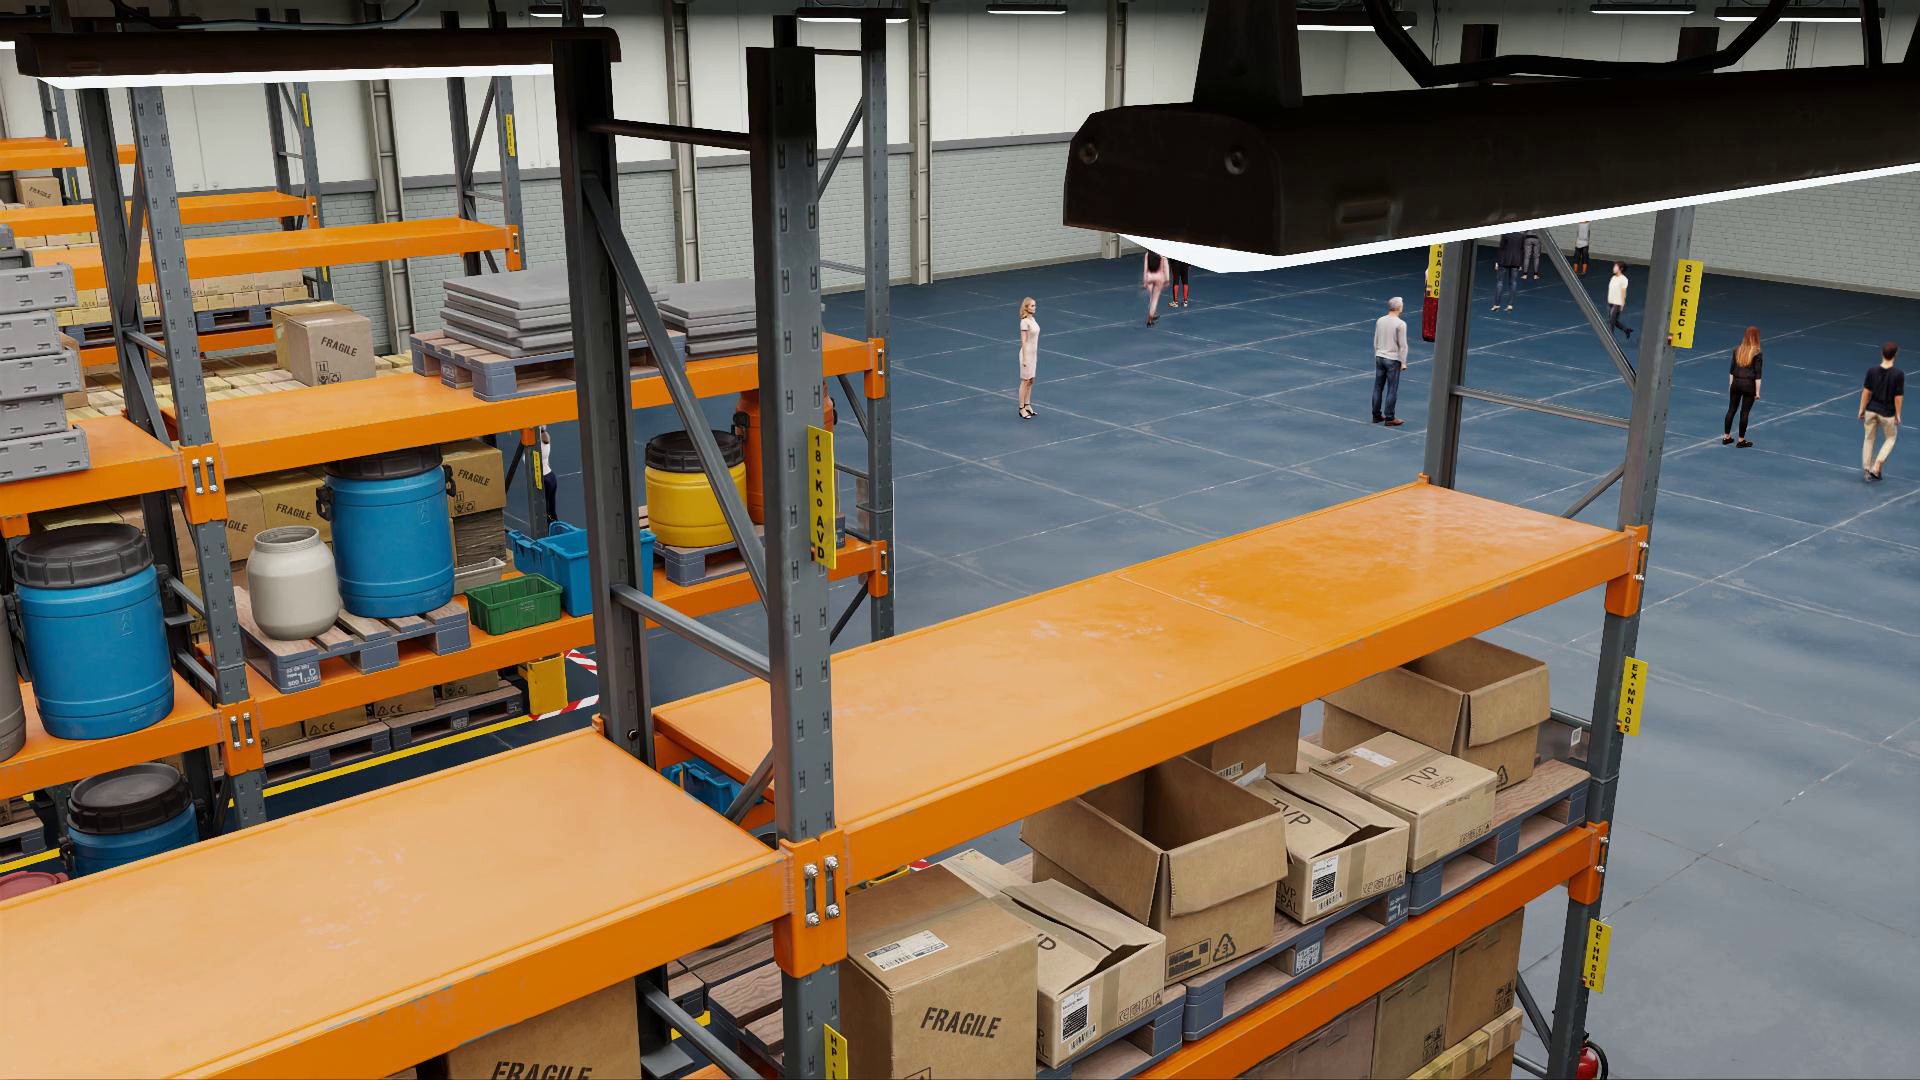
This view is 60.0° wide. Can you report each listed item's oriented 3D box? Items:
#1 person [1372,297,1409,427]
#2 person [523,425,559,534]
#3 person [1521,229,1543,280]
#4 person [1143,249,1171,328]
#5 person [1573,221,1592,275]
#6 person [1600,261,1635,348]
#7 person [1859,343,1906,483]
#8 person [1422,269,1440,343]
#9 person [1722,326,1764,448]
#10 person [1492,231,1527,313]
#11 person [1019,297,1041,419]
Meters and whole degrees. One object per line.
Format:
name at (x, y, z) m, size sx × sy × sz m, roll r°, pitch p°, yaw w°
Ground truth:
person at (6.403, -2.674, 24.802) m, size 0.640 × 1.909 × 0.754 m, roll -12°, pitch 22°, yaw -33°
person at (-4.674, -0.574, 18.688) m, size 0.742 × 1.702 × 0.669 m, roll 3°, pitch 18°, yaw 8°
person at (13.041, -6.866, 37.782) m, size 0.769 × 1.843 × 0.764 m, roll 5°, pitch 19°, yaw 16°
person at (3.748, -4.973, 32.216) m, size 0.818 × 1.689 × 1.060 m, roll 11°, pitch 21°, yaw 31°
person at (14.462, -6.930, 38.608) m, size 0.638 × 1.454 × 0.626 m, roll 8°, pitch 20°, yaw 24°
person at (12.018, -4.285, 30.296) m, size 0.979 × 1.570 × 0.848 m, roll -3°, pitch 18°, yaw -9°
person at (12.018, -1.641, 21.730) m, size 0.717 × 1.847 × 0.697 m, roll 16°, pitch 24°, yaw 40°
person at (8.812, -4.508, 30.876) m, size 0.682 × 1.636 × 0.716 m, roll -9°, pitch 20°, yaw -25°
person at (11.120, -2.184, 23.617) m, size 0.546 × 1.712 × 0.625 m, roll -12°, pitch 21°, yaw -32°
person at (10.054, -5.077, 30.538) m, size 0.823 × 1.782 × 0.786 m, roll 2°, pitch 18°, yaw 7°
person at (1.028, -2.774, 25.236) m, size 0.703 × 1.830 × 0.563 m, roll 9°, pitch 20°, yaw 26°
